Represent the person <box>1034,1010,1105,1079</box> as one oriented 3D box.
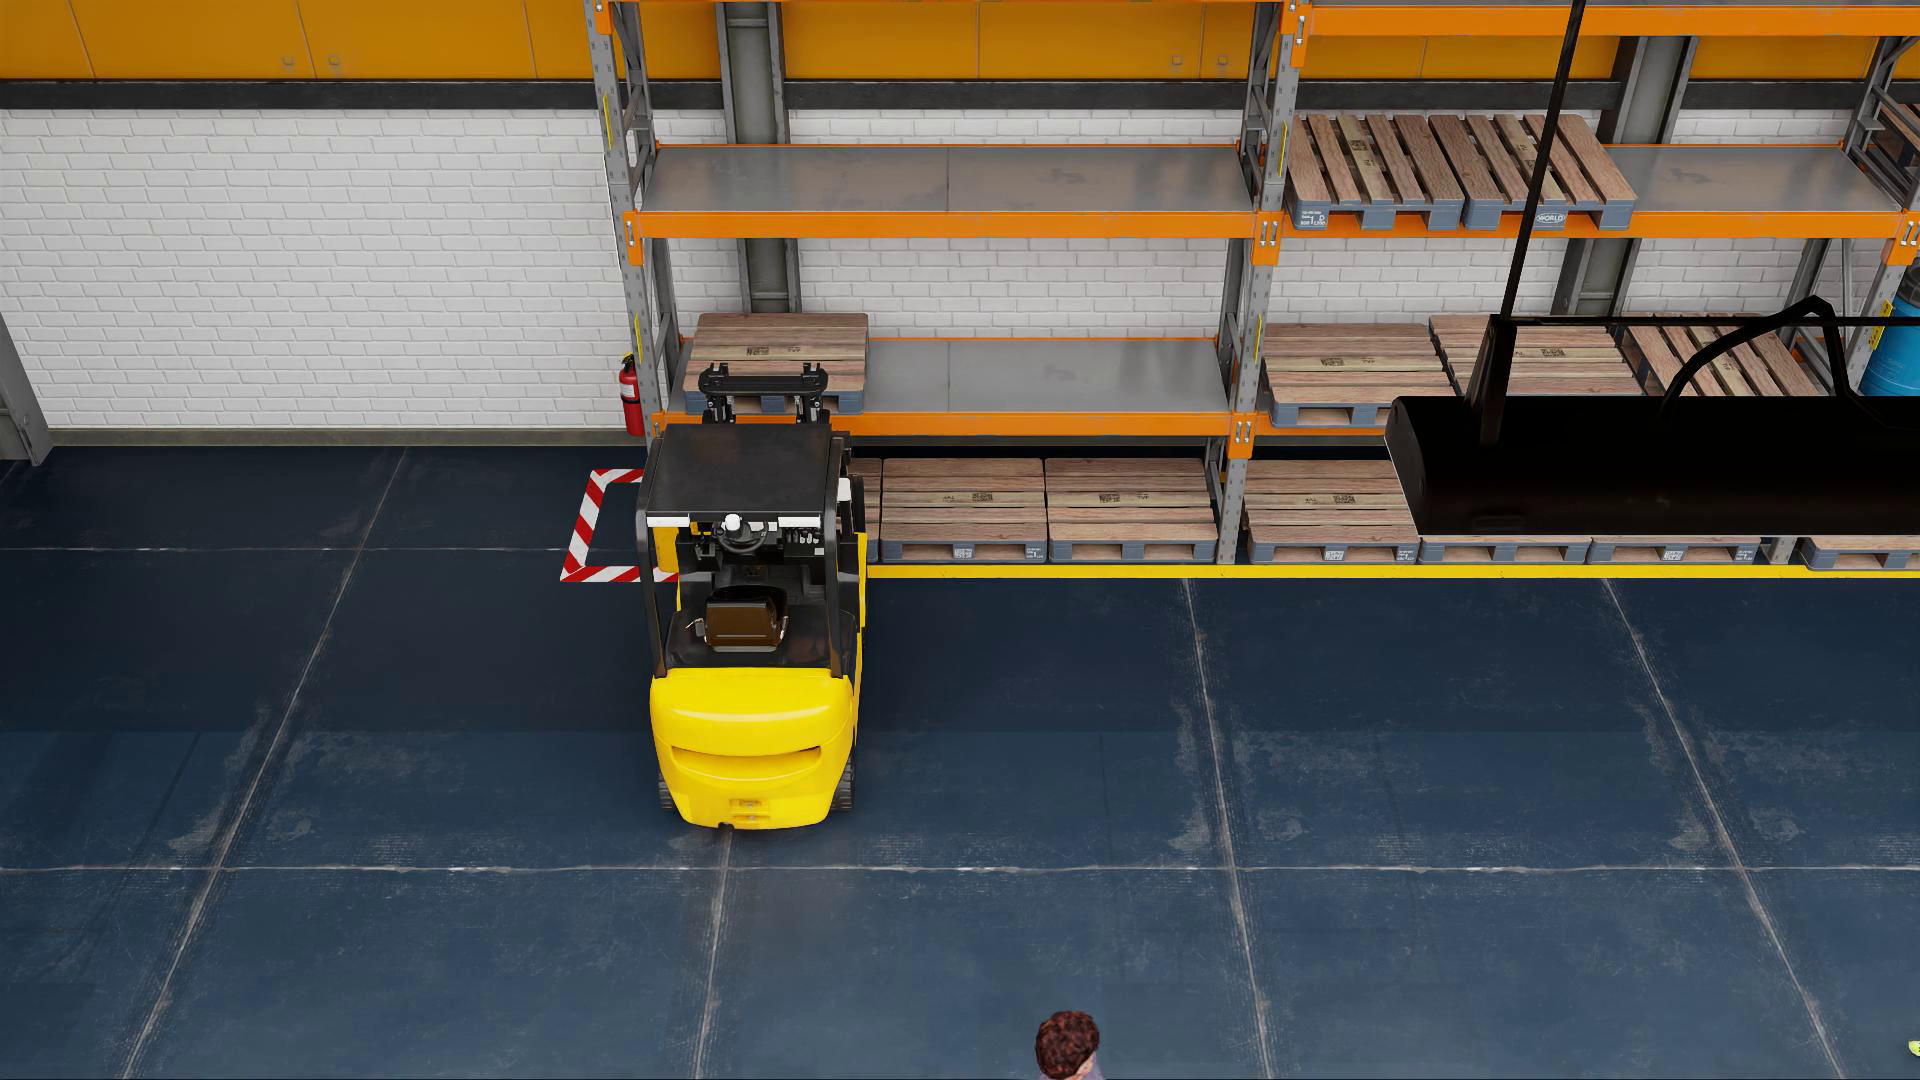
[{"bbox_3d":[0.416,2.668,7.544,1.106,1.687,0.946,23,44,26],"label":"person"}]
